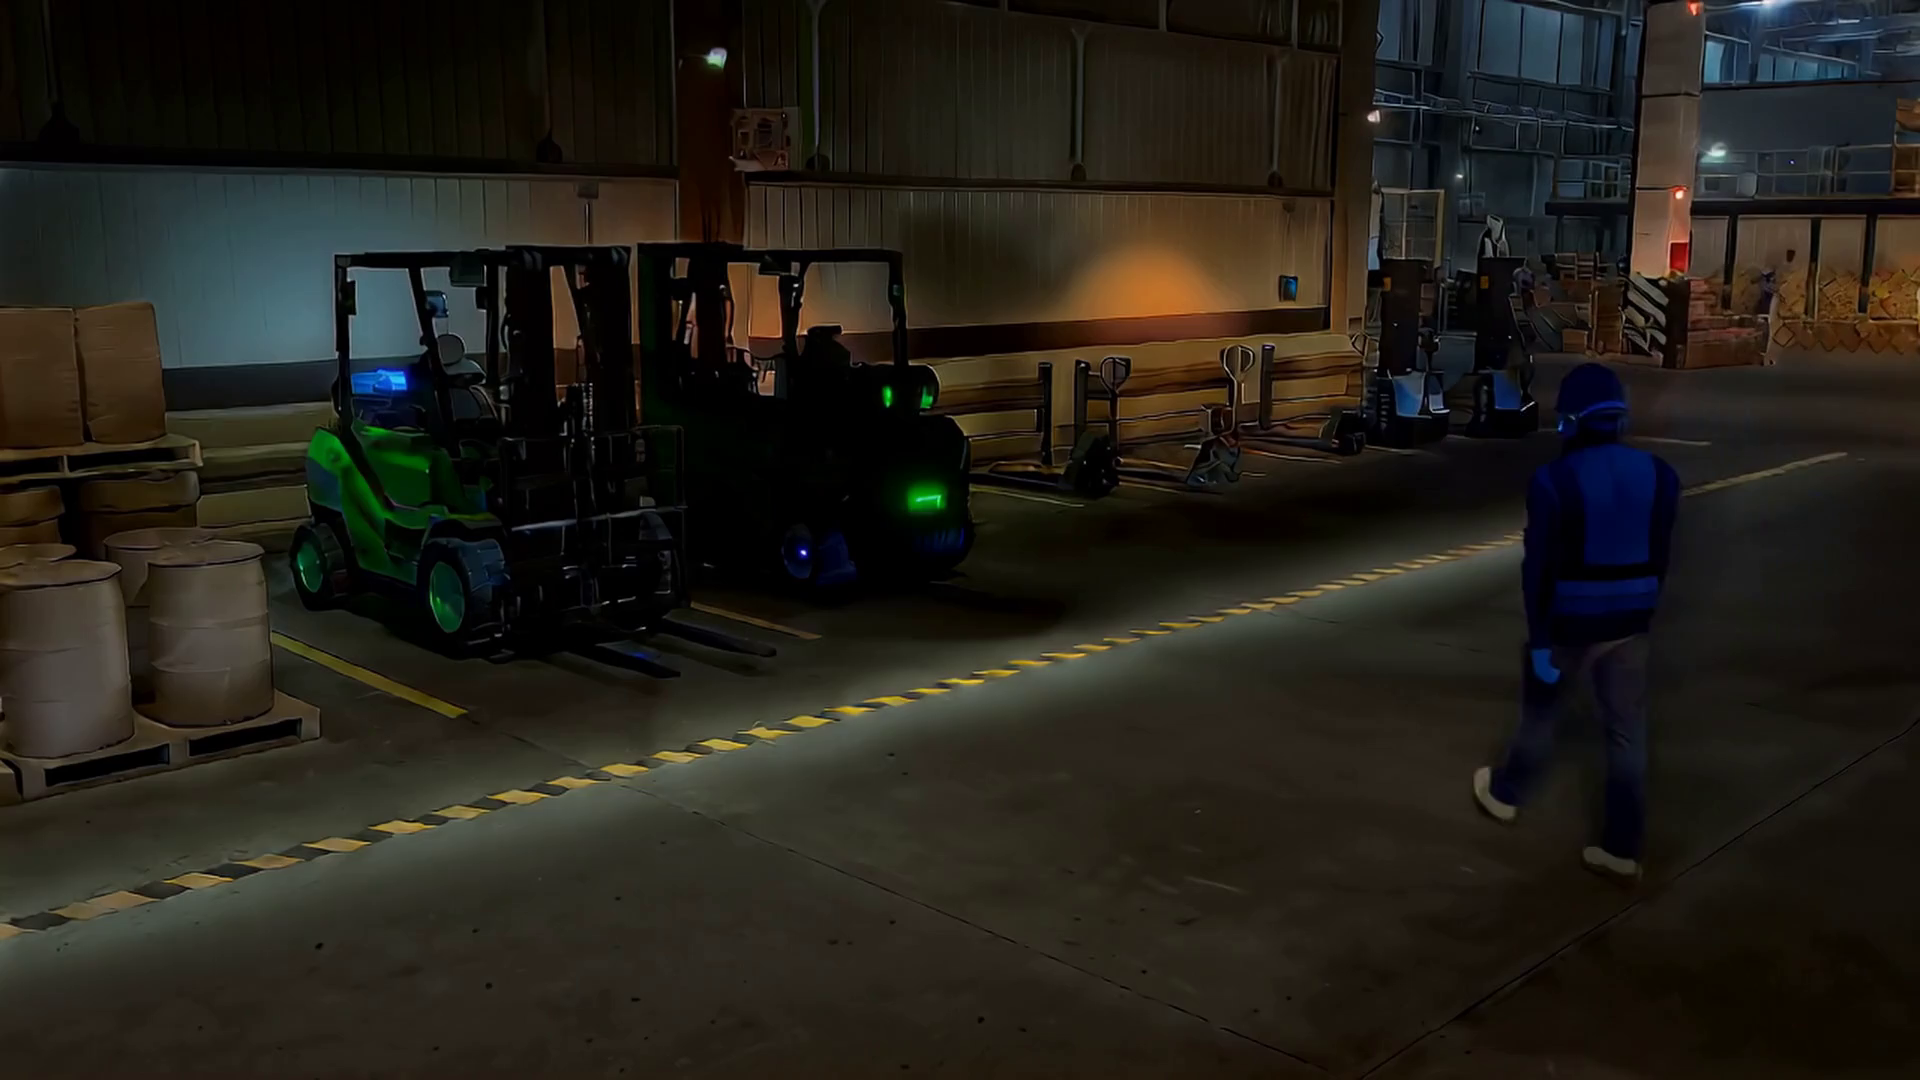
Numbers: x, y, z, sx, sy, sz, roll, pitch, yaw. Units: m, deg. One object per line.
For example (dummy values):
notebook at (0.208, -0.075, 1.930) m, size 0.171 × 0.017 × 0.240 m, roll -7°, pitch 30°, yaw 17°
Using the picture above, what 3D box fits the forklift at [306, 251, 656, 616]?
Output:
forklift at (-2.833, -0.669, 9.694) m, size 1.157 × 1.987 × 2.680 m, roll -10°, pitch 14°, yaw -44°

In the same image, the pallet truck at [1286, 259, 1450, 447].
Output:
pallet truck at (4.493, -2.078, 18.196) m, size 0.823 × 1.965 × 1.885 m, roll -9°, pitch 14°, yaw -40°

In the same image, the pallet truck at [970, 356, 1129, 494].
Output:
pallet truck at (0.784, -1.085, 14.876) m, size 0.680 × 1.201 × 1.601 m, roll -10°, pitch 14°, yaw -44°

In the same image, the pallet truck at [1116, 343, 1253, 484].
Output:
pallet truck at (1.962, -1.215, 15.415) m, size 1.522 × 1.261 × 0.704 m, roll 10°, pitch 14°, yaw 43°

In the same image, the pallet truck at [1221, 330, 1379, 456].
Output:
pallet truck at (3.563, -1.581, 17.381) m, size 0.653 × 1.274 × 1.630 m, roll -10°, pitch 14°, yaw -44°

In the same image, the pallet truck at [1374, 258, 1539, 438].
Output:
pallet truck at (5.704, -2.208, 18.901) m, size 1.885 × 1.965 × 0.823 m, roll 10°, pitch 14°, yaw 43°

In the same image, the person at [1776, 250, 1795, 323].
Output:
person at (21.263, -6.511, 42.711) m, size 0.614 × 1.868 × 0.452 m, roll -10°, pitch 14°, yaw -43°

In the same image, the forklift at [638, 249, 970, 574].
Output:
forklift at (-1.173, -0.958, 11.239) m, size 2.680 × 1.987 × 1.157 m, roll 10°, pitch 14°, yaw 43°

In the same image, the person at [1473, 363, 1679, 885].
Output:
person at (2.224, 0.263, 5.987) m, size 0.590 × 1.783 × 0.925 m, roll -1°, pitch 10°, yaw -8°
